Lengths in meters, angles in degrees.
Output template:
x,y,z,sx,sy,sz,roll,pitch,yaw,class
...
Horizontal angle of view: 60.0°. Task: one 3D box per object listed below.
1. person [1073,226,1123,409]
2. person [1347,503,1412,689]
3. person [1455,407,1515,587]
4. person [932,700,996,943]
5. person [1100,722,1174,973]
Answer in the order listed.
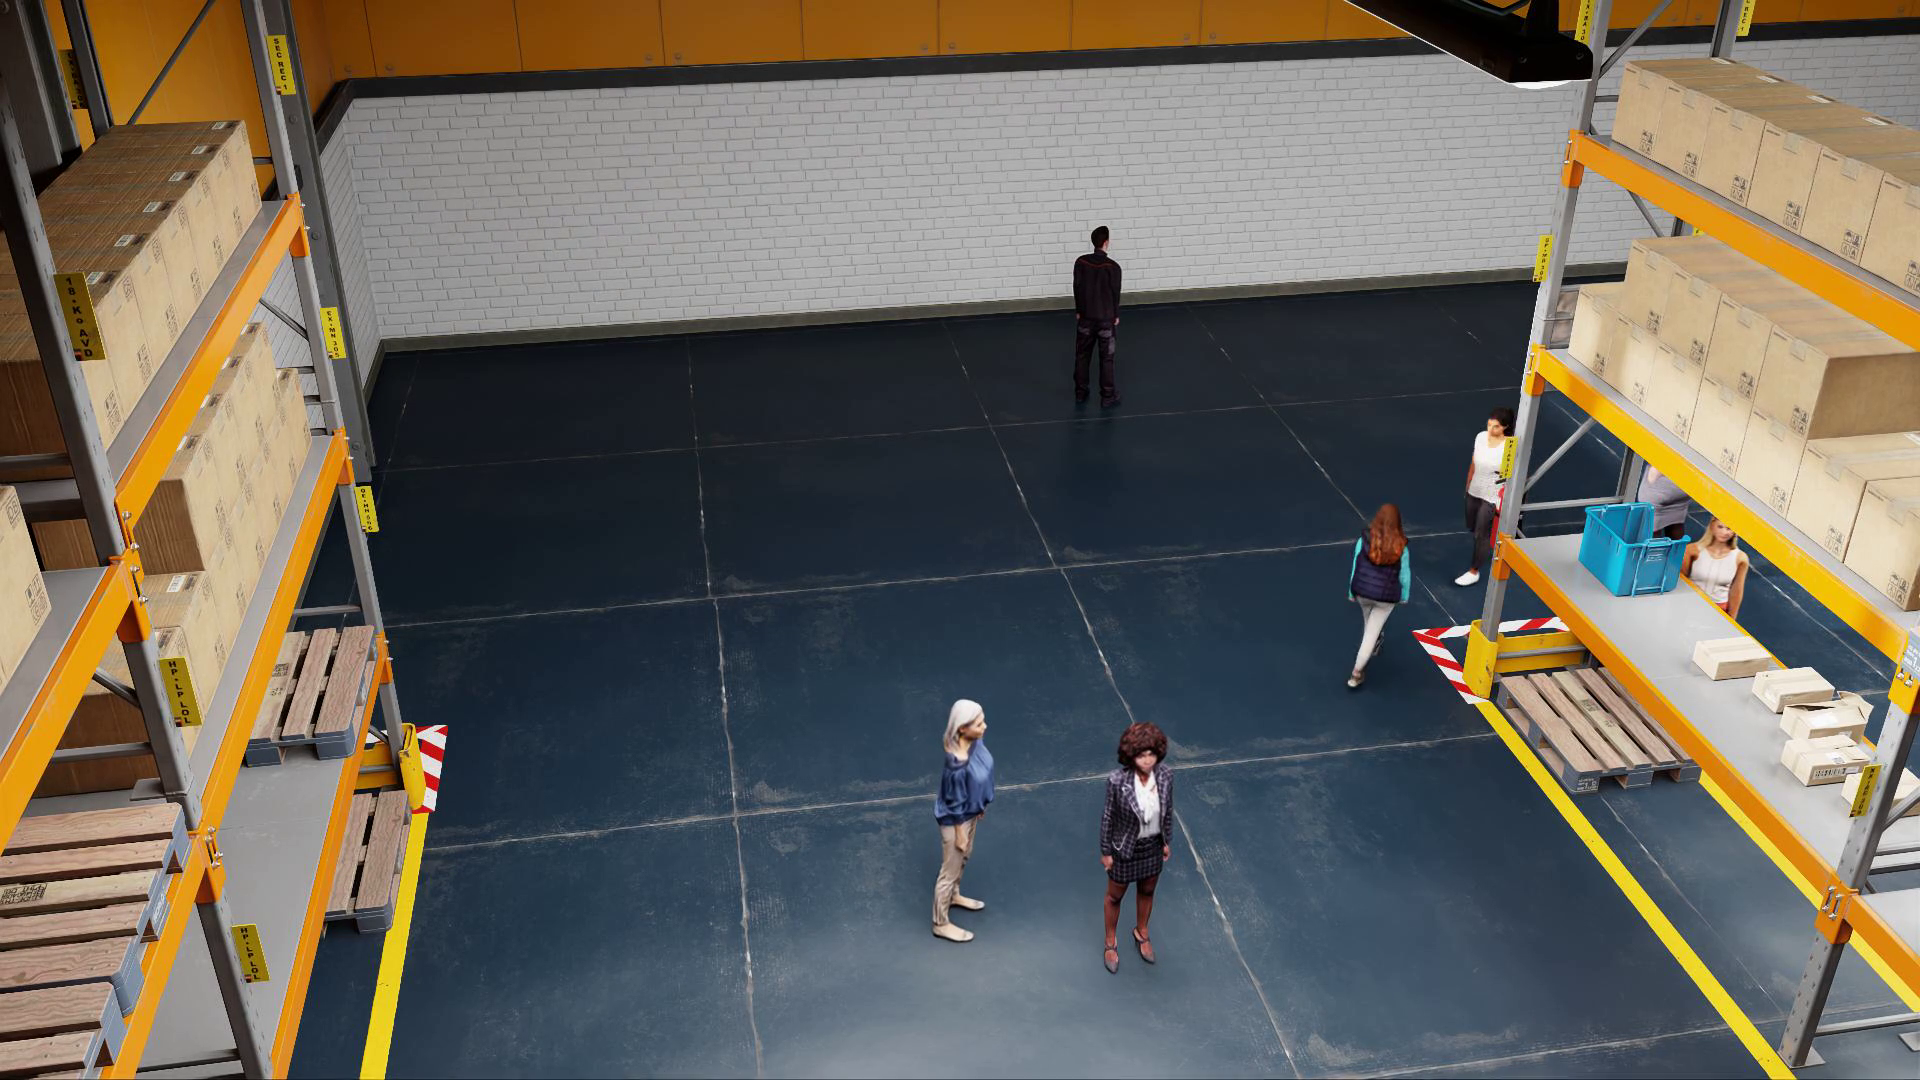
x,y,z,sx,sy,sz,roll,pitch,yaw,class
1.429,-2.318,17.217,0.780,1.915,0.810,14,32,24,person
3.138,0.448,12.623,0.952,1.457,1.033,17,33,28,person
4.490,-0.388,13.985,0.855,1.622,0.907,-17,33,-28,person
-0.008,1.678,10.121,0.760,1.694,0.642,7,29,13,person
1.042,1.816,9.860,0.633,1.703,0.581,-8,30,-15,person
